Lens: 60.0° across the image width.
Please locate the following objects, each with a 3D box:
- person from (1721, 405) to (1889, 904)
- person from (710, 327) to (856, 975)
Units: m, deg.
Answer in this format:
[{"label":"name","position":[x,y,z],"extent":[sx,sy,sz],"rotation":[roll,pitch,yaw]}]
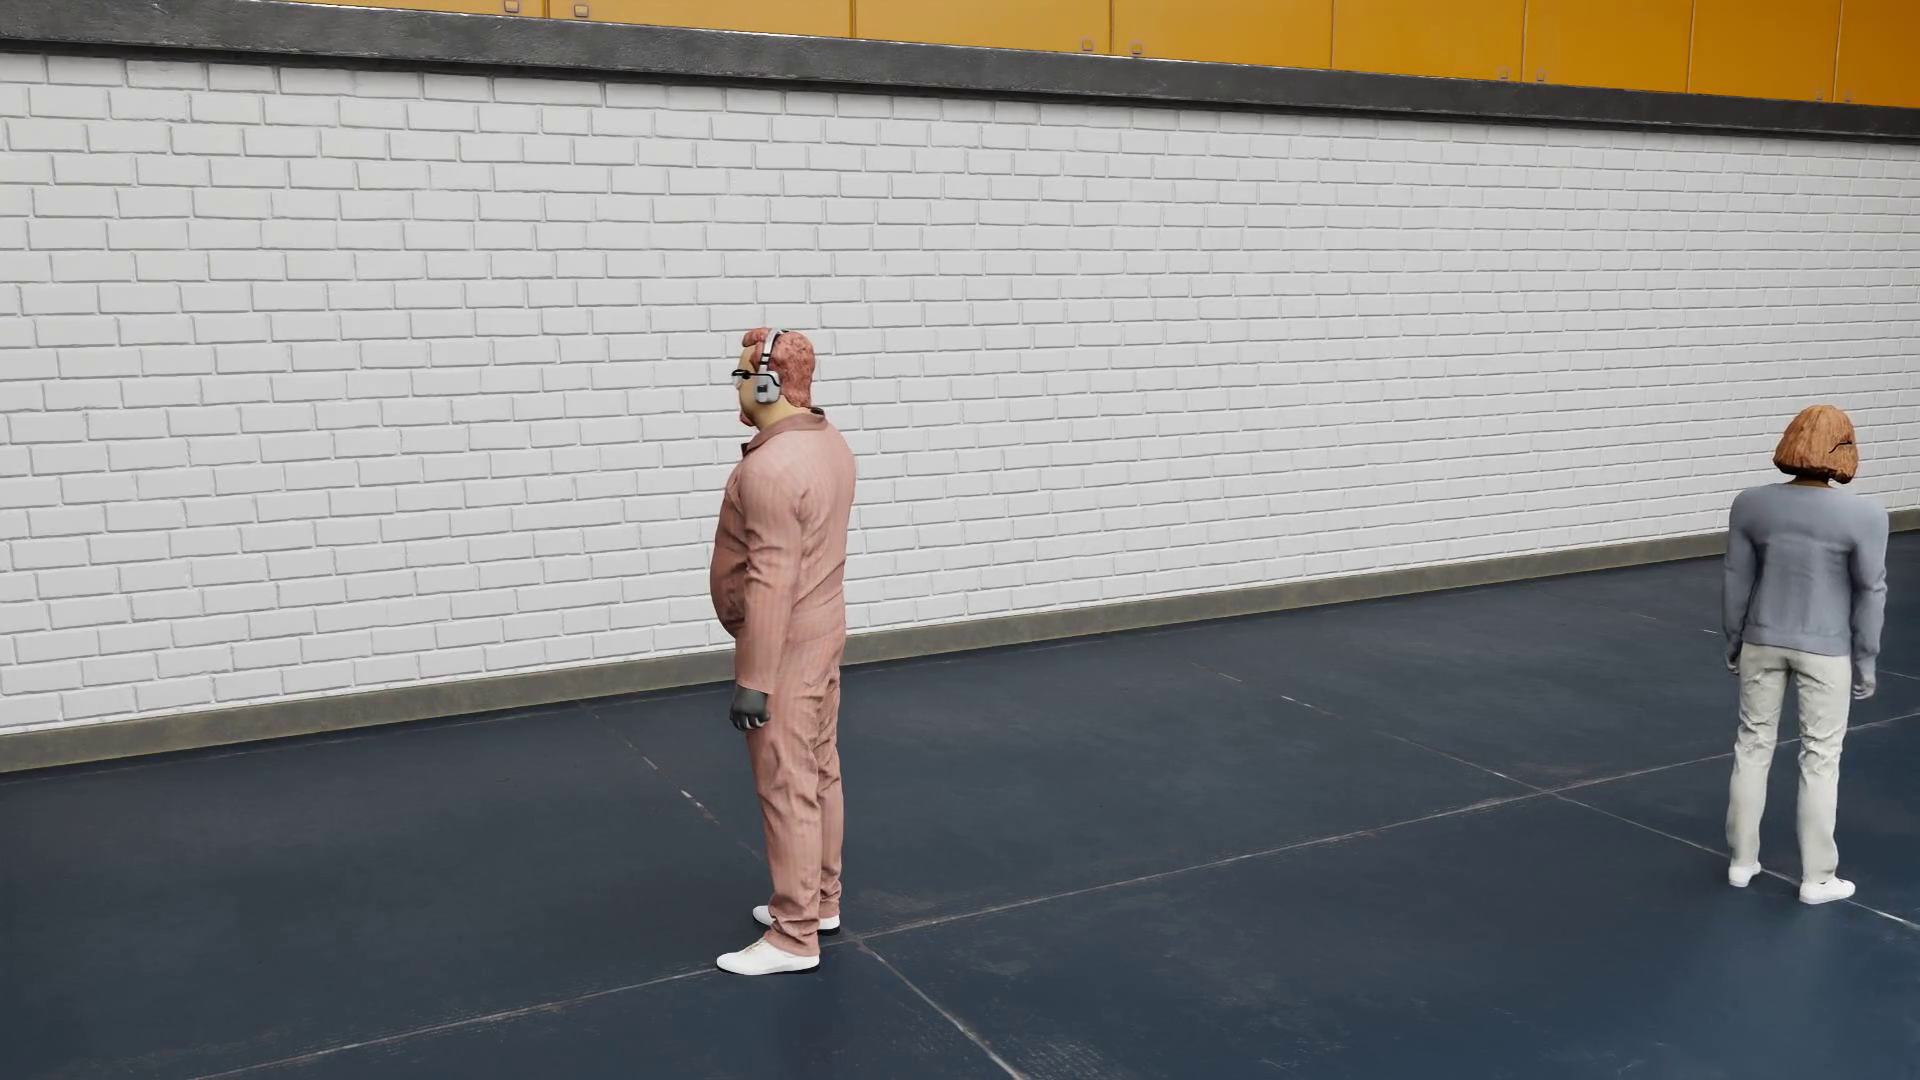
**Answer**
[{"label":"person","position":[2.758,0.371,5.476],"extent":[0.280,1.632,0.501],"rotation":[-9,13,-42]},{"label":"person","position":[-0.535,0.329,4.938],"extent":[0.407,1.908,0.641],"rotation":[2,10,11]}]
